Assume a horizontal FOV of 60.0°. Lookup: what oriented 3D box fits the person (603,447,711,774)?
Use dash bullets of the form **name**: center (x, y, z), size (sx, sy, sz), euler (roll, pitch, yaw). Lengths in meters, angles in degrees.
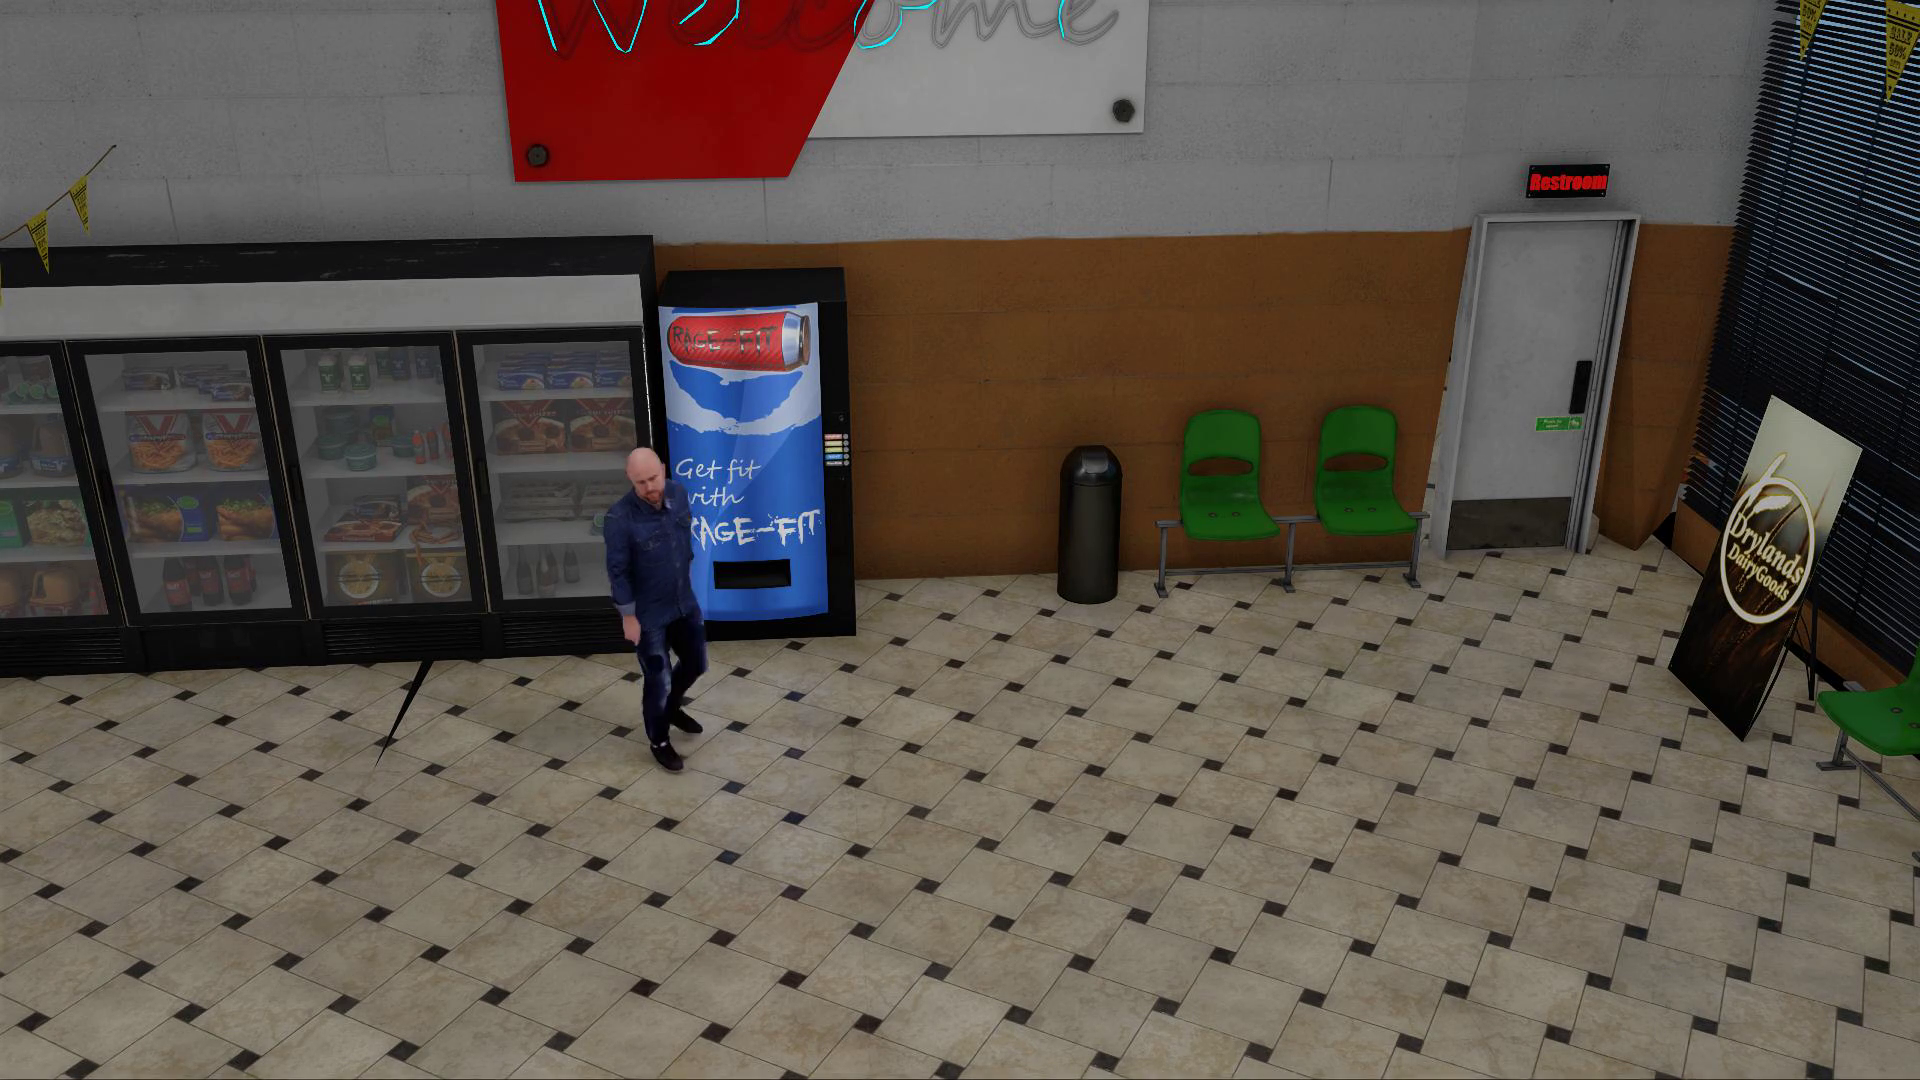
- **person**: center (-1.518, 0.343, 8.407), size (0.976, 1.794, 0.905), euler (11, 26, 23)
